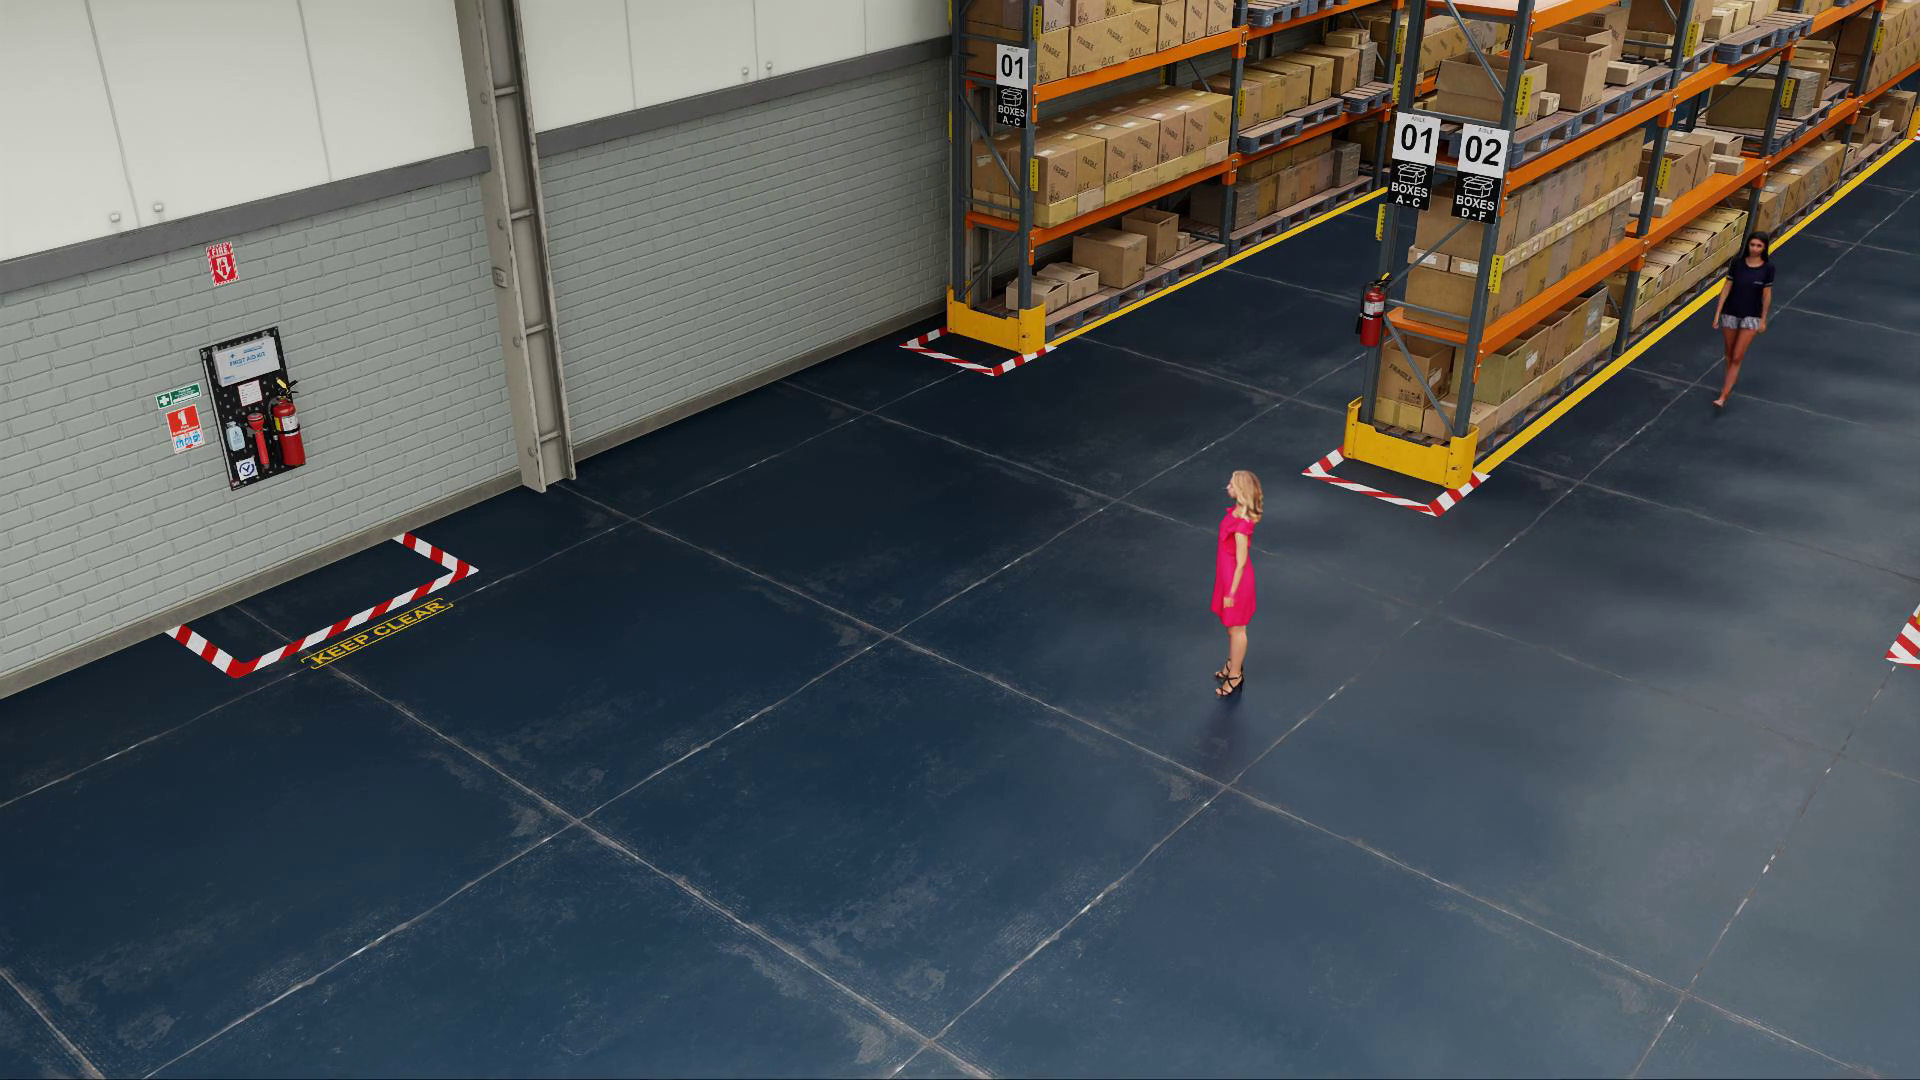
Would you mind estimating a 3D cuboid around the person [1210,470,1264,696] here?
[{"bbox_3d":[1.953,0.286,11.696,0.719,1.729,0.628,4,28,7],"label":"person"}]

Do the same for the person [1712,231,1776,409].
[{"bbox_3d":[7.694,-2.186,16.352,0.632,1.716,1.117,20,34,32],"label":"person"}]
